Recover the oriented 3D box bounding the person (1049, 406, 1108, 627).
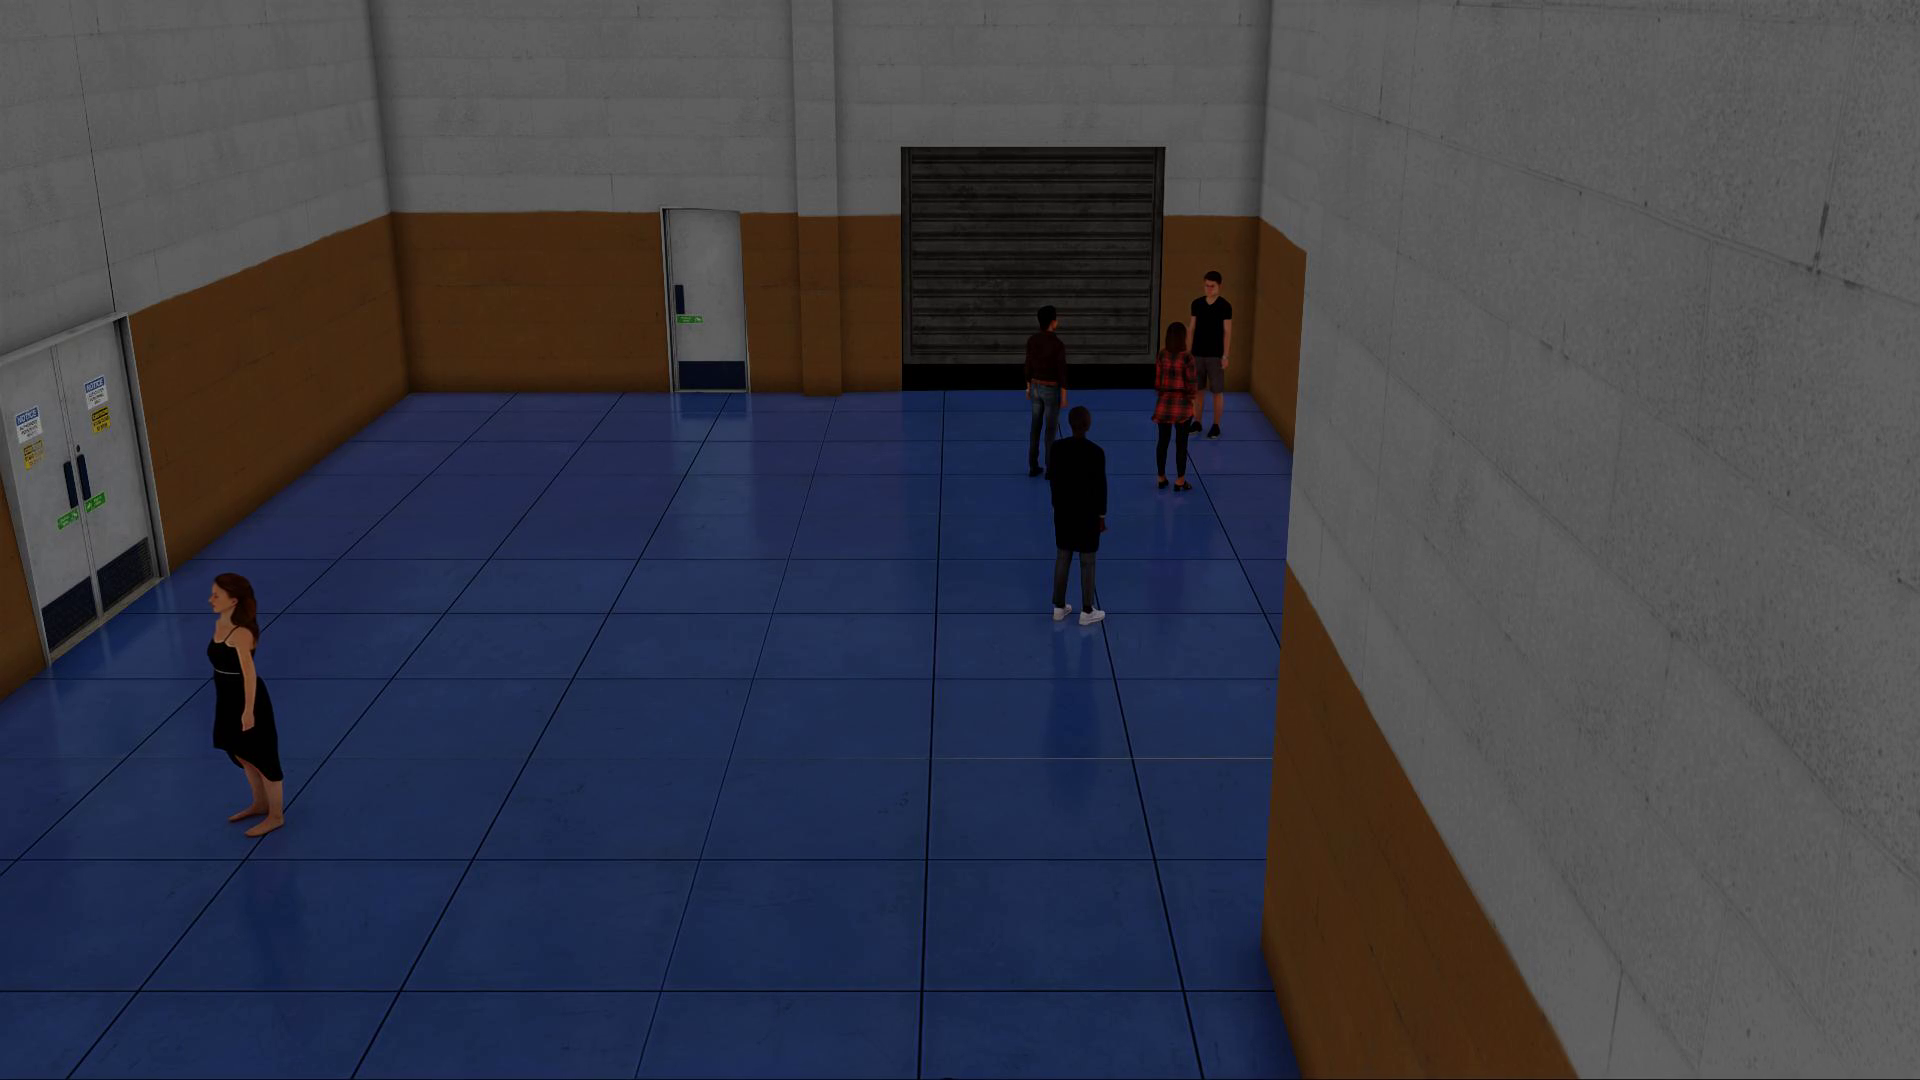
[{"bbox_3d":[0.918,-0.199,13.120,0.670,1.762,0.784,11,21,29],"label":"person"}]

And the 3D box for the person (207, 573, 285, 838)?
[{"bbox_3d":[-4.246,0.964,9.886,0.723,1.624,0.670,-15,24,-38],"label":"person"}]

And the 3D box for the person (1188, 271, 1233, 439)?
[{"bbox_3d":[2.789,-2.083,18.551,0.719,1.861,0.817,12,22,33],"label":"person"}]

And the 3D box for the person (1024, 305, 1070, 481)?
[{"bbox_3d":[0.867,-1.508,16.974,0.676,1.779,0.774,14,23,36],"label":"person"}]

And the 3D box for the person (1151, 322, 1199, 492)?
[{"bbox_3d":[2.141,-1.335,16.580,0.677,1.703,0.763,13,23,34],"label":"person"}]
